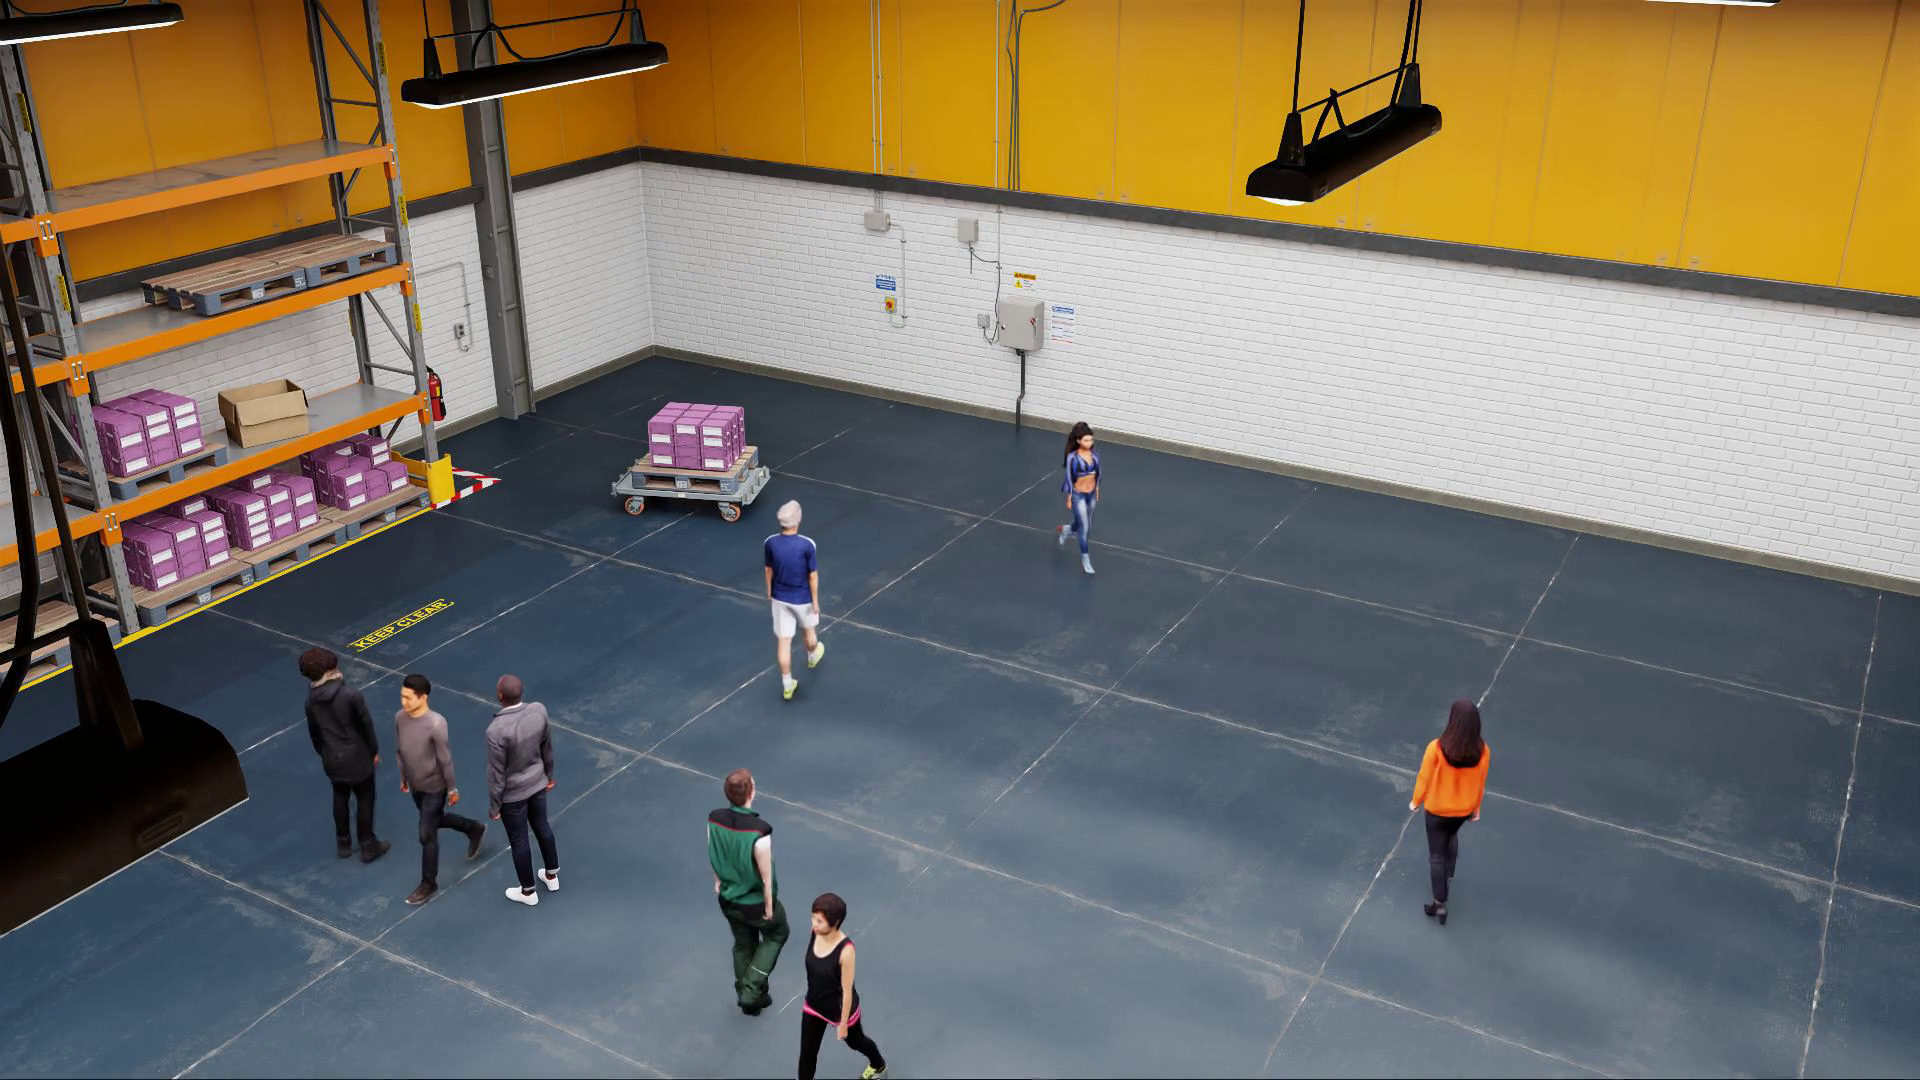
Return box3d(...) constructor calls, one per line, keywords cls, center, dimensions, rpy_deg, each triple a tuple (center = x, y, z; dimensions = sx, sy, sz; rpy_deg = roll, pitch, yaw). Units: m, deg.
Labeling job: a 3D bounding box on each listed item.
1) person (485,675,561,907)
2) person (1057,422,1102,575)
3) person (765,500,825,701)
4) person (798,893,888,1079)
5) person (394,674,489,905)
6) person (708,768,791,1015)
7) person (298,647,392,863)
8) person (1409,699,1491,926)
box3d(cls="person", center=(-3.152, 1.794, 11.995), dimensions=(0.818, 1.817, 0.569), rpy_deg=(18, 29, 35))
box3d(cls="person", center=(1.245, -0.468, 17.440), dimensions=(1.011, 1.600, 0.952), rpy_deg=(-14, 27, -29))
box3d(cls="person", center=(-1.511, 0.565, 14.819), dimensions=(0.928, 1.806, 1.160), rpy_deg=(3, 24, 6))
box3d(cls="person", center=(-0.705, 2.788, 10.099), dimensions=(1.077, 1.513, 0.733), rpy_deg=(-21, 31, -40))
box3d(cls="person", center=(-3.816, 1.751, 12.186), dimensions=(1.074, 1.743, 0.679), rpy_deg=(13, 27, 27))
box3d(cls="person", center=(-1.413, 2.335, 10.743), dimensions=(0.647, 1.829, 0.648), rpy_deg=(13, 27, 27))
box3d(cls="person", center=(-4.591, 1.607, 12.492), dimensions=(0.718, 1.761, 0.689), rpy_deg=(8, 25, 18))
box3d(cls="person", center=(3.496, 1.950, 11.741), dimensions=(0.777, 1.735, 0.836), rpy_deg=(-6, 24, -15))
